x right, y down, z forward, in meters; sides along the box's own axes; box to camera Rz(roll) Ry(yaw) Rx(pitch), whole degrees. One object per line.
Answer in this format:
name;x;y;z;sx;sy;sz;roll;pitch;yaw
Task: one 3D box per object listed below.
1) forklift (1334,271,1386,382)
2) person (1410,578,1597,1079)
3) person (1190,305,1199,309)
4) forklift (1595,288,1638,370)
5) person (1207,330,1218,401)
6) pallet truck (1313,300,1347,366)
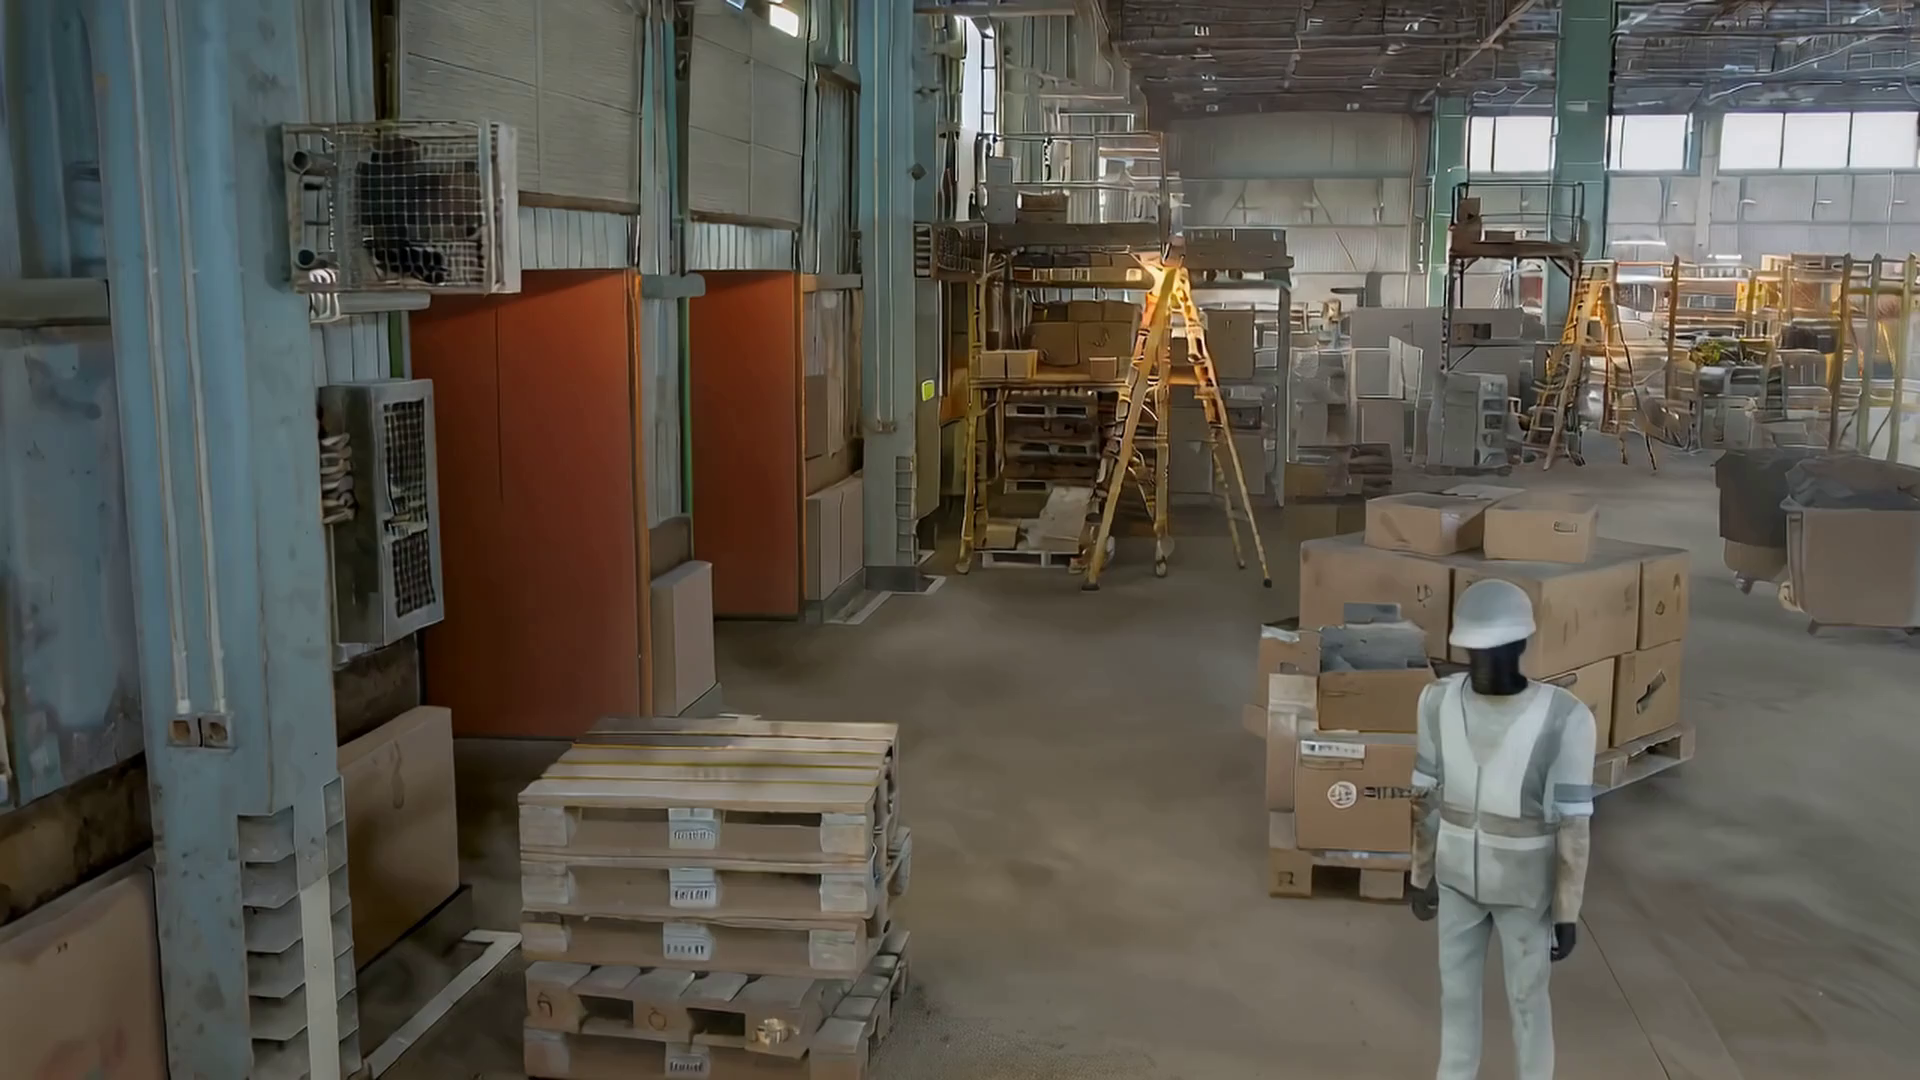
forklift;10.436;-5.400;42.069;1.873;2.768;1.129;1;9;9
person;1.656;1.060;5.195;0.587;1.918;0.399;9;13;43
person;6.267;-5.346;44.671;0.544;1.930;0.389;-5;10;-28
forklift;17.955;-6.105;46.416;1.873;2.768;1.129;-4;10;-25
person;5.286;-3.641;35.072;0.313;1.634;0.515;-4;10;-26
pallet truck;11.159;-6.200;49.718;0.823;1.965;1.885;4;10;26
